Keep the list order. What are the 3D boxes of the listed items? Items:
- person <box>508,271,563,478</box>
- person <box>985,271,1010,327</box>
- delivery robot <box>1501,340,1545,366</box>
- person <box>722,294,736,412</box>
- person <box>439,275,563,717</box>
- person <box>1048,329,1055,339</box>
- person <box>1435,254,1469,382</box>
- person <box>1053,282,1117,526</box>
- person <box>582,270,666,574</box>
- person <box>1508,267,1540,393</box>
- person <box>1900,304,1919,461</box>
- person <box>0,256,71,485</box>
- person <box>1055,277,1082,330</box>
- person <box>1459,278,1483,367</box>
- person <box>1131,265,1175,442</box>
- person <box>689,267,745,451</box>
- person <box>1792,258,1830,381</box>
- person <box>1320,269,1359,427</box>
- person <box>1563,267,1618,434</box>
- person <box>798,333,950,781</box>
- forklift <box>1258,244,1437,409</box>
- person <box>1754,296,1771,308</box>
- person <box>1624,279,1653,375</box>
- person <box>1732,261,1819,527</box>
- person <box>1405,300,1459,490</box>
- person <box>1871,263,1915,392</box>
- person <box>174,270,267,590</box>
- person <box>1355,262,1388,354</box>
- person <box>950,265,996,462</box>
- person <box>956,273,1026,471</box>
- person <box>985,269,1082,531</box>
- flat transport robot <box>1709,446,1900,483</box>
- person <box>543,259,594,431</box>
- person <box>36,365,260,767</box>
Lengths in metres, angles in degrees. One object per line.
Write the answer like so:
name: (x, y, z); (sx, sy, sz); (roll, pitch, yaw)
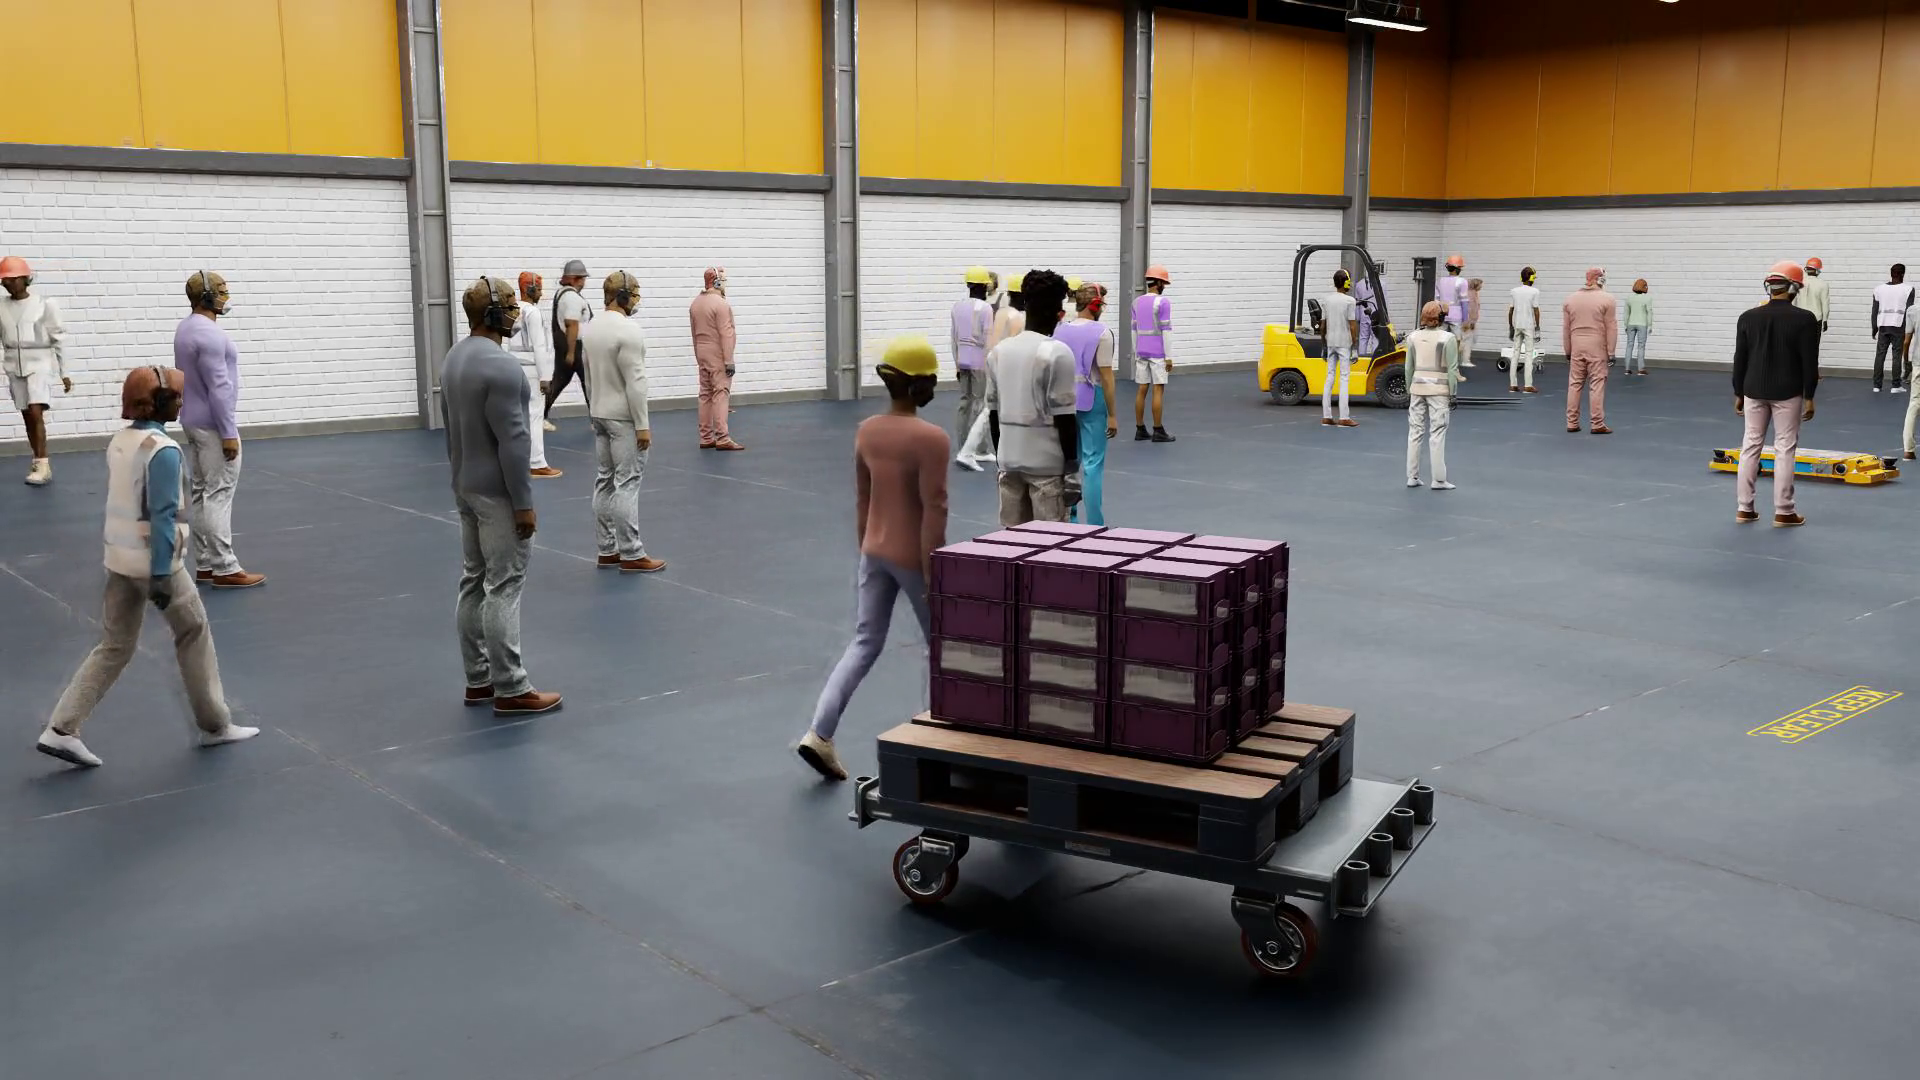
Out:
person: (-3.920, -1.506, 15.206); (0.355, 1.887, 0.573); (-8, 13, -40)
person: (0.482, -2.696, 22.367); (0.518, 1.825, 0.734); (6, 11, 31)
delivery robot: (9.774, -3.223, 28.882); (0.477, 0.478, 0.707); (-9, 13, -41)
person: (-3.151, -2.476, 21.622); (0.280, 1.634, 0.498); (-8, 13, -40)
person: (-2.055, -0.191, 7.358); (0.372, 1.940, 0.627); (-8, 13, -40)
person: (1.062, -2.611, 22.016); (0.887, 1.786, 0.590); (-4, 10, -21)
person: (7.922, -3.561, 26.780); (0.377, 2.045, 0.605); (-8, 13, -40)
person: (0.880, -0.900, 11.801); (0.390, 1.837, 0.562); (-8, 13, -40)
person: (-2.171, -0.750, 10.646); (0.372, 1.934, 0.627); (-8, 13, -40)
person: (8.383, -3.113, 24.684); (0.328, 1.865, 0.517); (-8, 13, -40)
person: (9.546, -1.695, 16.369); (0.327, 1.871, 0.517); (-8, 13, -40)
person: (-8.263, -1.476, 14.635); (0.649, 2.016, 0.818); (-1, 10, -4)
person: (1.386, -2.330, 20.385); (0.314, 1.769, 0.524); (-8, 13, -40)
person: (9.352, -3.982, 30.480); (0.375, 1.619, 0.567); (3, 10, 16)
person: (2.121, -2.031, 18.164); (0.372, 1.928, 0.543); (-8, 13, -40)
person: (-2.537, -1.887, 17.379); (0.407, 1.910, 0.639); (-8, 13, -40)
person: (13.794, -3.576, 27.008); (0.379, 1.996, 0.610); (-8, 13, -40)
person: (4.518, -2.279, 19.780); (0.328, 1.873, 0.517); (-8, 13, -40)
person: (7.208, -2.160, 18.996); (0.407, 1.902, 0.639); (-8, 13, -40)
person: (-0.269, 0.066, 6.467); (0.529, 1.736, 0.861); (9, 13, 44)
forklift: (5.256, -2.933, 22.661); (2.313, 2.155, 1.214); (3, 10, 16)
person: (11.259, -2.758, 23.091); (0.319, 1.697, 0.533); (-8, 13, -40)
person: (11.585, -3.636, 28.418); (0.280, 1.634, 0.498); (-8, 13, -40)
person: (6.126, -1.093, 12.499); (0.392, 1.986, 0.610); (-8, 13, -40)
person: (4.089, -1.253, 14.446); (0.309, 1.641, 0.514); (-8, 13, -40)
person: (13.872, -3.150, 24.756); (0.392, 1.914, 0.587); (-8, 13, -40)
person: (-4.549, -0.667, 10.141); (0.372, 1.940, 0.627); (-8, 13, -40)
person: (7.255, -3.913, 29.237); (0.407, 1.910, 0.639); (-8, 13, -40)
person: (0.156, -1.732, 16.411); (0.369, 1.928, 0.585); (-8, 13, -40)
person: (0.434, -1.564, 15.607); (1.014, 1.876, 0.583); (-4, 11, -23)
person: (0.394, -0.386, 8.435); (0.377, 1.959, 0.604); (-8, 13, -40)
flat transport robot: (7.737, -0.709, 15.266); (0.652, 0.197, 1.431); (-8, 13, -41)
person: (-4.506, -2.262, 19.182); (1.025, 2.000, 0.682); (-6, 11, -31)
person: (-3.304, 0.104, 6.631); (0.536, 1.598, 0.810); (8, 13, 39)
